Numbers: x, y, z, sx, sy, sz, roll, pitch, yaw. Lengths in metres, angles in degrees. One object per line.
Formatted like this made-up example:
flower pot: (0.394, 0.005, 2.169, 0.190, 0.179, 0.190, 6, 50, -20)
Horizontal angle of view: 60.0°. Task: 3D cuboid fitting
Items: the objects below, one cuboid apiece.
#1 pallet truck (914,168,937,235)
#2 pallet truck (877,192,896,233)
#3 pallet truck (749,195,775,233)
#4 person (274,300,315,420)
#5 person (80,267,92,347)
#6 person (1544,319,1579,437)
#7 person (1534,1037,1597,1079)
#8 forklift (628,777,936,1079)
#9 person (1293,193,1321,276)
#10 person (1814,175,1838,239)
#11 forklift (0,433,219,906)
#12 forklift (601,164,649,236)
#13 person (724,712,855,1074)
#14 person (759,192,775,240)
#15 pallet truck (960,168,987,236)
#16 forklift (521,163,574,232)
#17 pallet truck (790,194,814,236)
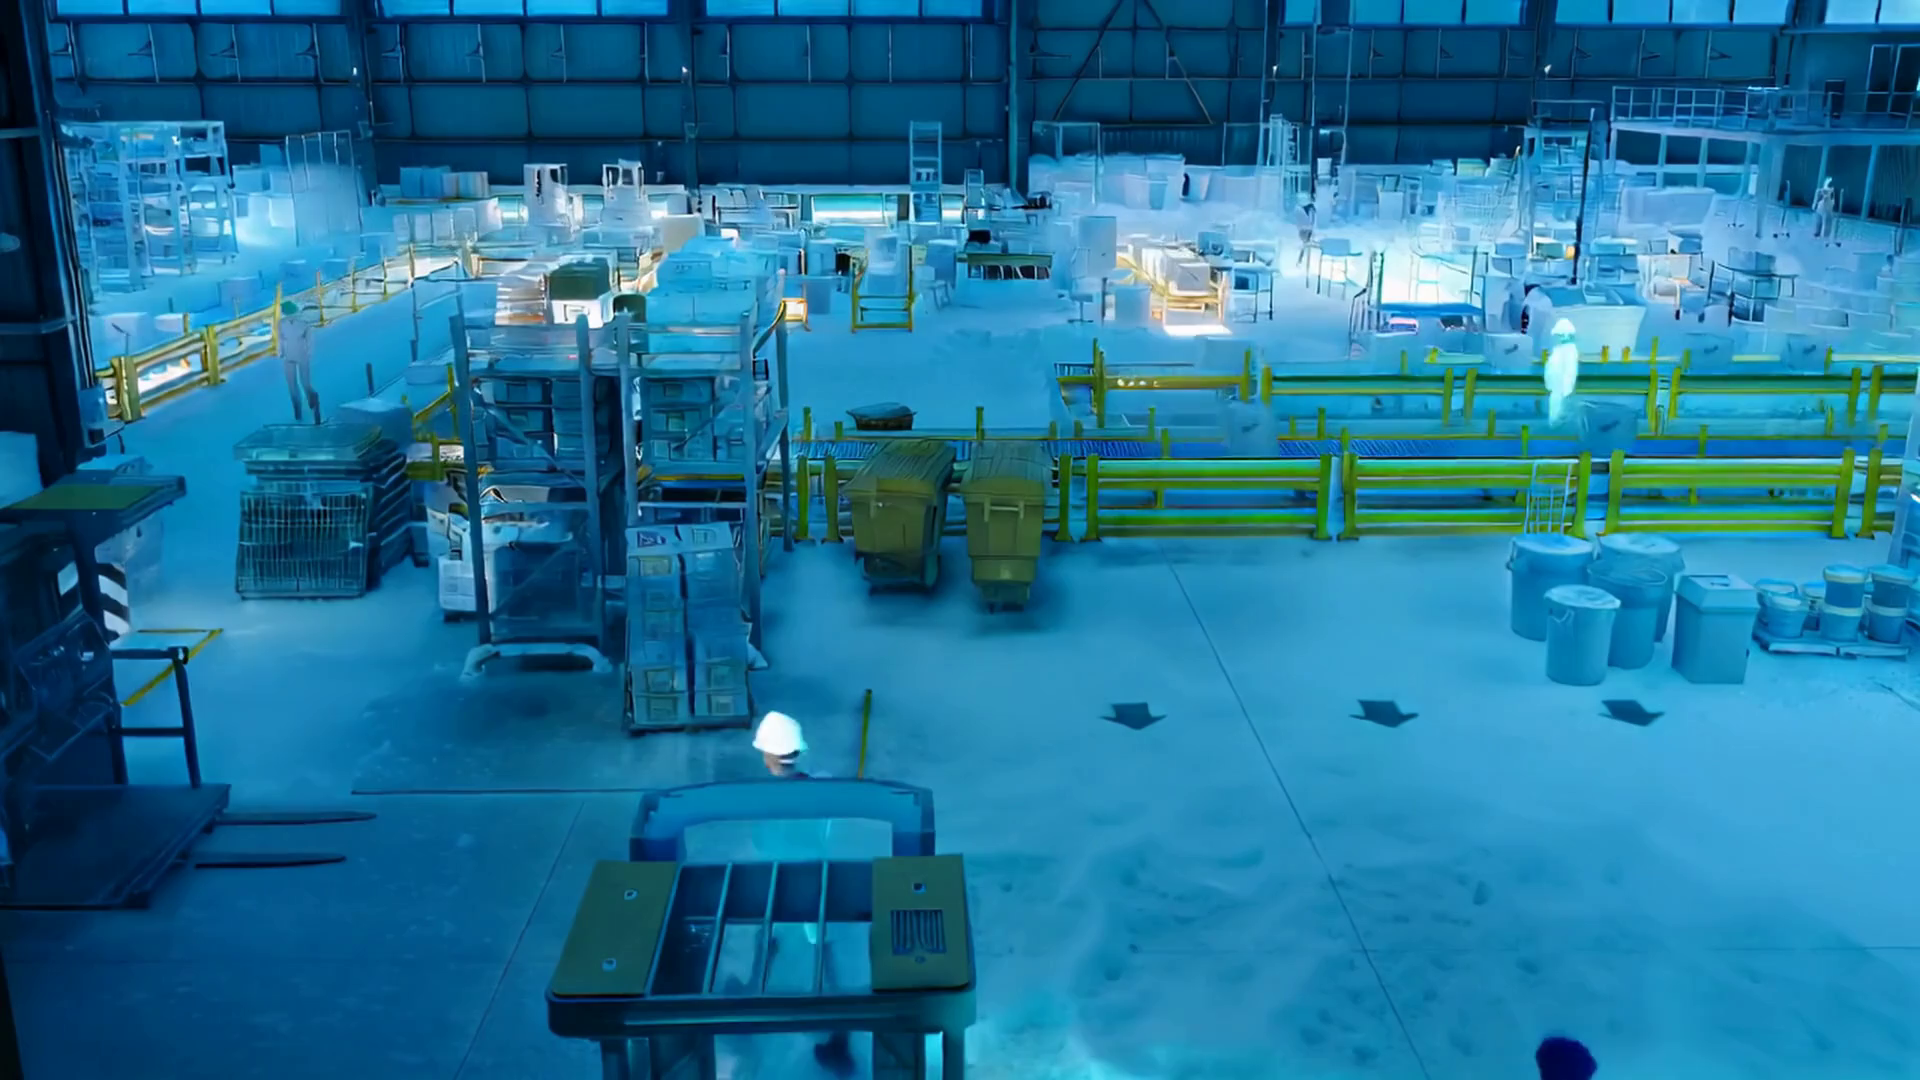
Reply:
pallet truck: (-0.989, -10.316, 50.507, 0.823, 1.965, 1.885, 1, 16, 3)
pallet truck: (-2.277, -9.986, 50.594, 0.653, 1.274, 1.630, 0, 16, -1)
pallet truck: (-6.051, -9.967, 50.660, 0.680, 1.201, 1.601, 0, 16, -1)
person: (-9.689, -2.646, 24.289, 0.530, 1.753, 0.505, -4, 16, -13)
person: (-15.638, -4.201, 29.340, 0.604, 1.948, 0.386, -2, 16, -6)
person: (7.916, -2.012, 21.971, 0.416, 1.821, 0.609, 1, 16, 4)
person: (2.206, 2.599, 6.226, 0.544, 1.644, 0.863, 4, 17, 14)
forklift: (-0.542, 2.165, 5.552, 1.129, 2.768, 1.873, -1, 16, -2)
person: (8.493, -7.532, 40.868, 0.679, 1.985, 1.045, -4, 16, -13)
person: (25.477, -9.789, 48.944, 0.508, 1.847, 0.345, 2, 16, 8)
forklift: (-5.952, 0.780, 10.366, 1.873, 2.768, 1.129, 0, 16, -1)
forklift: (-9.948, -10.127, 49.296, 1.157, 1.987, 2.680, -1, 16, -3)
person: (-0.885, 1.786, 8.663, 0.559, 1.880, 1.017, -13, 20, -37)
person: (-4.960, -7.876, 42.237, 0.863, 1.881, 0.647, -2, 16, -7)
pallet truck: (0.383, -10.230, 50.206, 0.823, 1.965, 1.885, -1, 16, -3)
forklift: (-12.233, -10.122, 49.298, 1.157, 1.987, 2.680, 0, 16, -1)
pallet truck: (-4.814, -9.883, 50.259, 0.704, 1.261, 1.522, -1, 16, -3)
